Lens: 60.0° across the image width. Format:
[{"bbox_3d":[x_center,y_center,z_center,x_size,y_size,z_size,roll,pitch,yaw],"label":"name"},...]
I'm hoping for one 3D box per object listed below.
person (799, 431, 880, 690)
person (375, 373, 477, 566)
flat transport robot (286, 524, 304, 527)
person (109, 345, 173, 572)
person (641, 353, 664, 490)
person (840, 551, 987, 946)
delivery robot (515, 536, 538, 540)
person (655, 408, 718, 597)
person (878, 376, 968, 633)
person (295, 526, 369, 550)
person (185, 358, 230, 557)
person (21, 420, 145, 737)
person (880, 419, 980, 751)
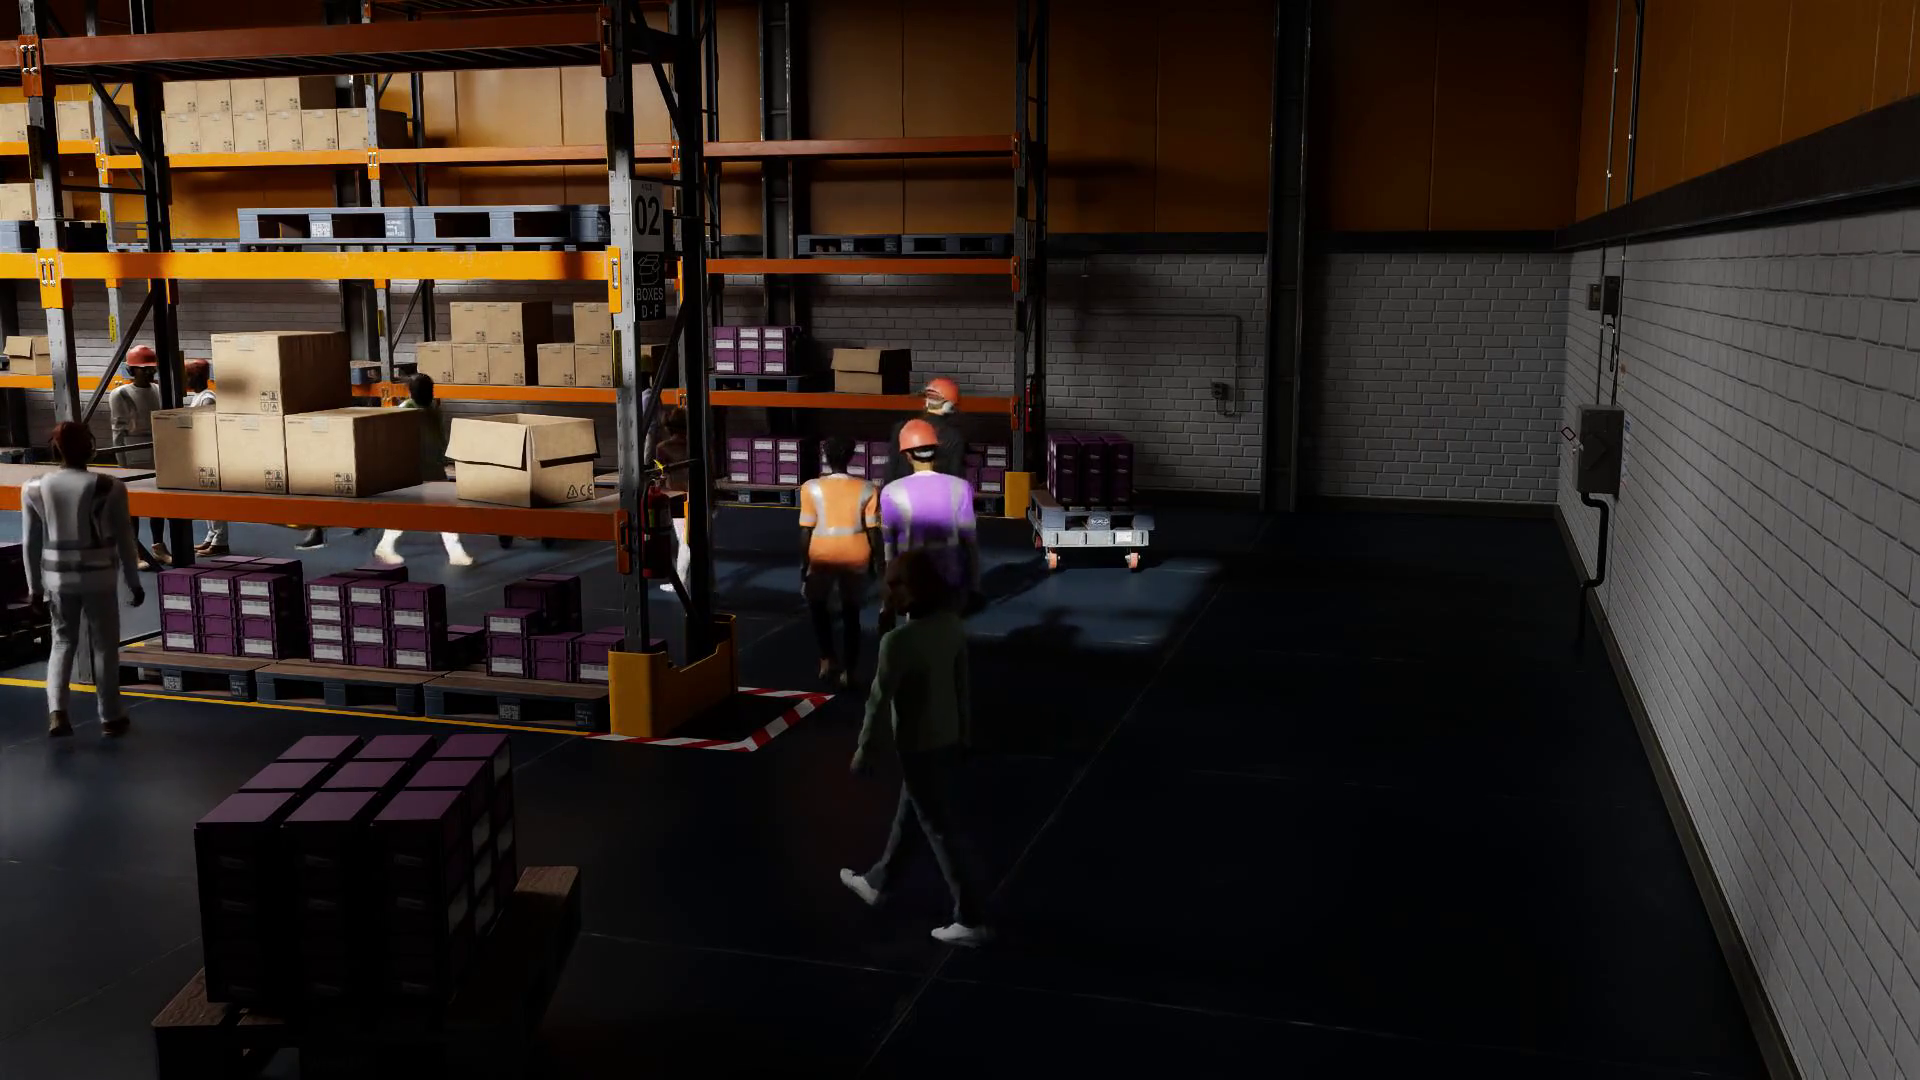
[{"bbox_3d":[-0.782,0.136,10.801,0.551,1.680,0.389,-3,10,-15],"label":"person"},{"bbox_3d":[-4.970,-0.639,15.239,0.939,1.794,0.647,2,10,15],"label":"person"},{"bbox_3d":[-7.249,-0.342,18.032,1.431,0.197,0.652,8,12,41],"label":"flat transport robot"},{"bbox_3d":[-7.354,-0.743,15.087,0.396,2.042,0.610,5,11,27],"label":"person"},{"bbox_3d":[-2.999,-0.815,15.866,0.360,1.930,0.589,-2,10,-15],"label":"person"},{"bbox_3d":[-0.212,0.836,6.817,0.839,1.586,0.511,6,11,33],"label":"person"},{"bbox_3d":[-4.212,-0.264,16.408,0.477,0.478,0.707,0,9,2],"label":"delivery robot"},{"bbox_3d":[-2.217,-0.286,13.672,0.855,1.592,0.559,8,12,41],"label":"person"},{"bbox_3d":[-0.262,-0.218,12.179,0.668,1.946,0.600,4,10,24],"label":"person"},{"bbox_3d":[-6.168,-0.871,16.201,0.727,1.932,0.638,-9,13,-43],"label":"person"},{"bbox_3d":[-7.163,-0.780,15.796,0.355,1.884,0.573,-6,11,-30],"label":"person"},{"bbox_3d":[-5.041,0.240,9.595,0.586,1.881,0.490,-1,9,-7],"label":"person"},{"bbox_3d":[-0.172,0.241,9.684,0.543,1.859,1.016,-3,10,-16],"label":"person"}]
